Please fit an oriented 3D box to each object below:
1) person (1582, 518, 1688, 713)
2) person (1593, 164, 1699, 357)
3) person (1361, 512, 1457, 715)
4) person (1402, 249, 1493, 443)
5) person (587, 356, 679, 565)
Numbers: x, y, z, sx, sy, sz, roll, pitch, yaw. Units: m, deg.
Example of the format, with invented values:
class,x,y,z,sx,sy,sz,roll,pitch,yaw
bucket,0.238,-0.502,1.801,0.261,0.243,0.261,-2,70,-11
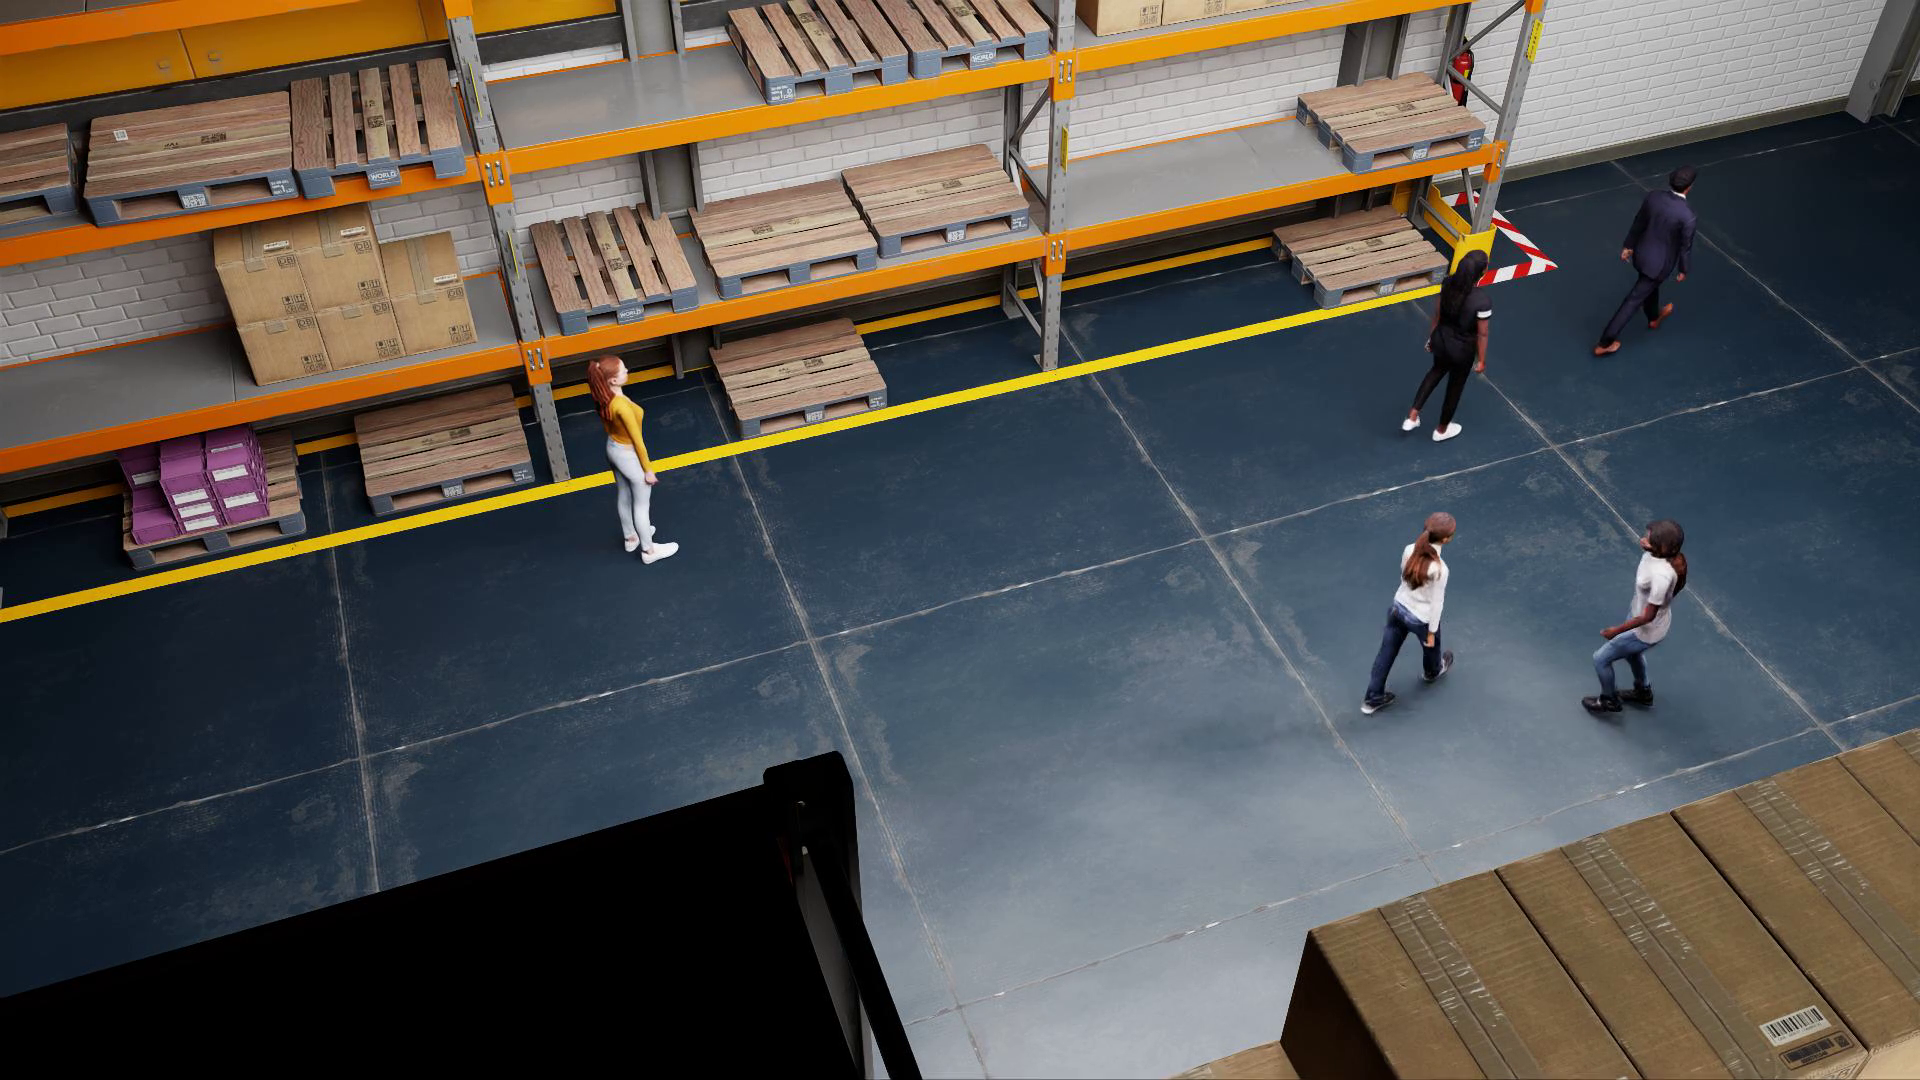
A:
class,x,y,z,sx,sy,sz,roll,pitch,yaw
person,4.283,0.556,10.346,0.895,1.688,0.820,19,47,19
person,5.434,-2.168,13.209,1.155,1.683,0.785,-21,48,-21
person,2.797,0.519,10.512,1.066,1.514,0.793,-27,50,-25
person,3.644,-1.410,12.381,0.790,1.727,0.698,-24,49,-23
person,-2.295,-0.559,11.471,0.682,1.751,0.670,-32,52,-29
